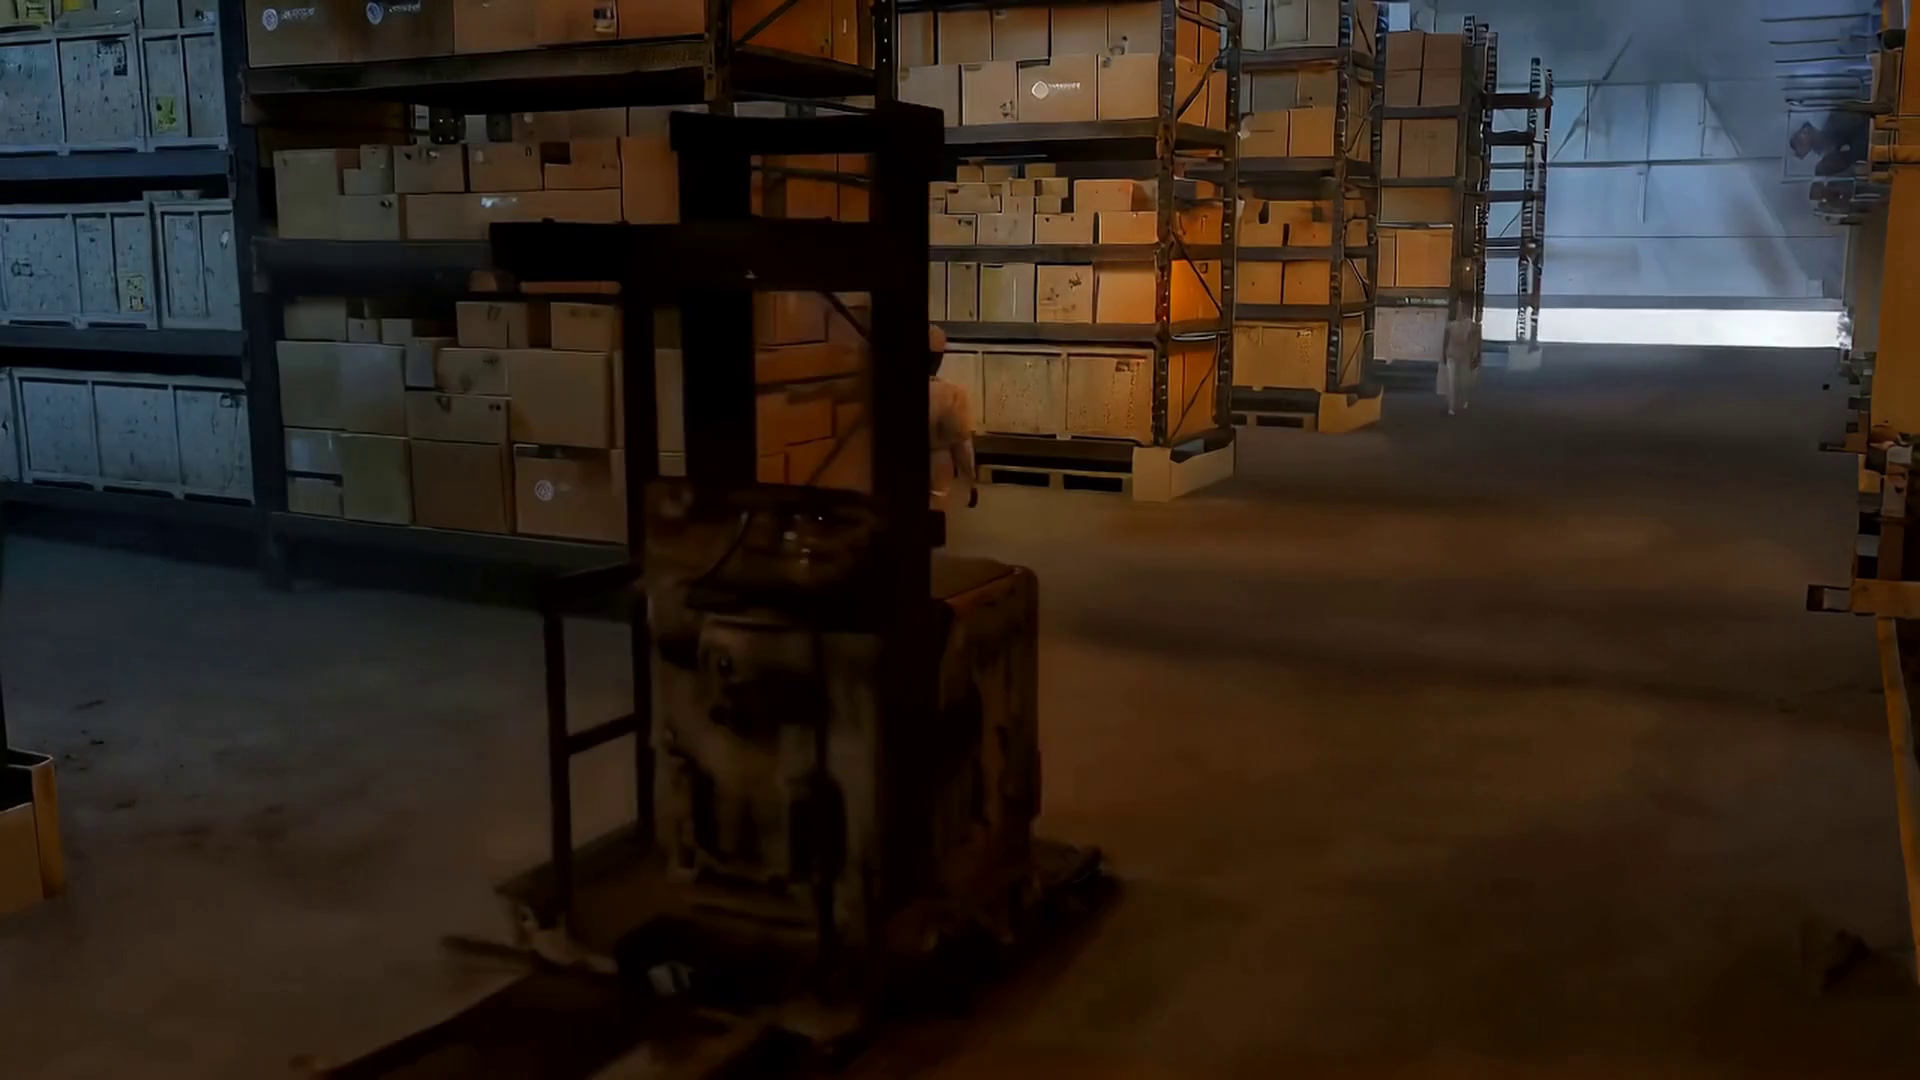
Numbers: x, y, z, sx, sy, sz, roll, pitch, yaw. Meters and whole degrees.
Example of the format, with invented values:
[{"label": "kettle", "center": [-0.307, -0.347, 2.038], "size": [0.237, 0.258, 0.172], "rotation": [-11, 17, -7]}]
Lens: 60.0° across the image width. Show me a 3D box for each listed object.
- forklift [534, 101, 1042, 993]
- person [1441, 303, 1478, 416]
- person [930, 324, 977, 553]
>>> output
[{"label": "forklift", "center": [-0.529, -0.131, 6.003], "size": [1.129, 2.768, 1.873], "rotation": [5, 11, 27]}, {"label": "person", "center": [7.214, -2.612, 23.997], "size": [0.524, 1.619, 0.589], "rotation": [5, 11, 26]}, {"label": "person", "center": [-0.175, -0.396, 10.408], "size": [0.574, 1.881, 0.991], "rotation": [4, 10, 20]}]
